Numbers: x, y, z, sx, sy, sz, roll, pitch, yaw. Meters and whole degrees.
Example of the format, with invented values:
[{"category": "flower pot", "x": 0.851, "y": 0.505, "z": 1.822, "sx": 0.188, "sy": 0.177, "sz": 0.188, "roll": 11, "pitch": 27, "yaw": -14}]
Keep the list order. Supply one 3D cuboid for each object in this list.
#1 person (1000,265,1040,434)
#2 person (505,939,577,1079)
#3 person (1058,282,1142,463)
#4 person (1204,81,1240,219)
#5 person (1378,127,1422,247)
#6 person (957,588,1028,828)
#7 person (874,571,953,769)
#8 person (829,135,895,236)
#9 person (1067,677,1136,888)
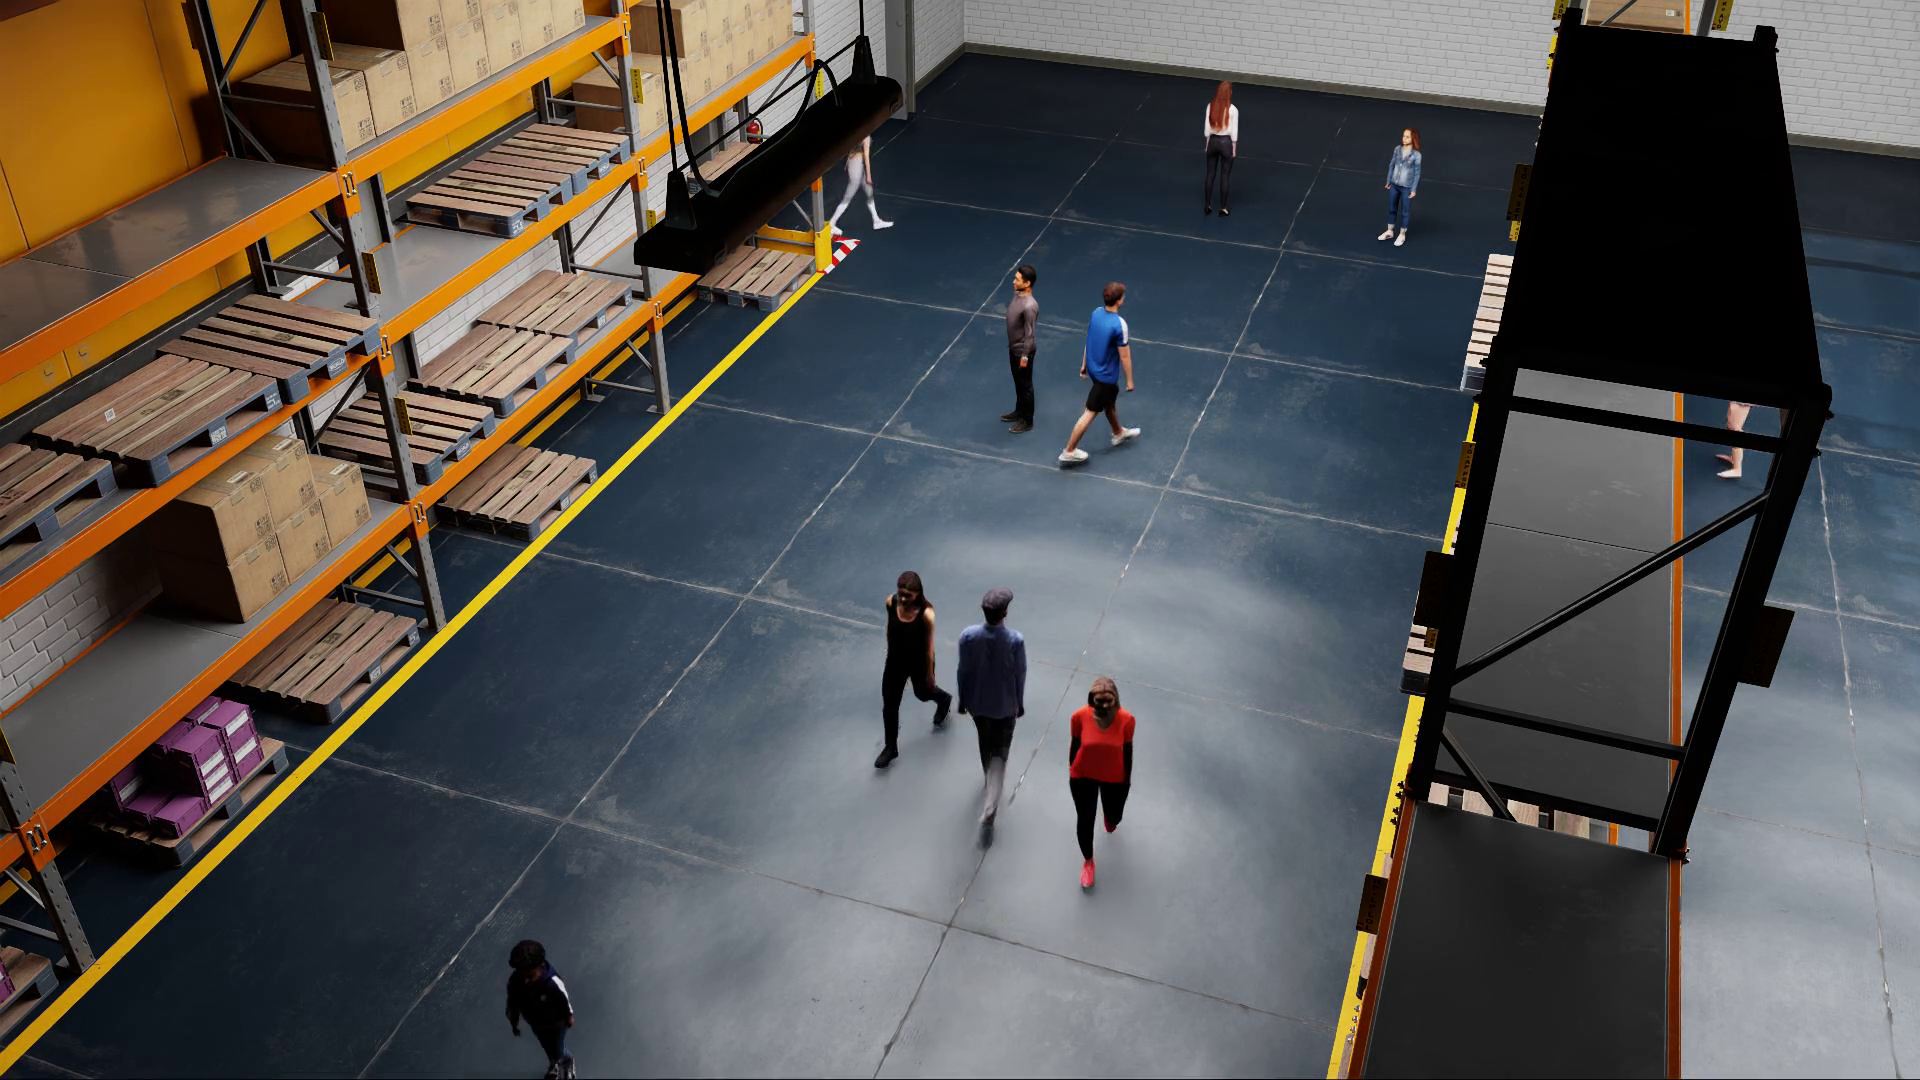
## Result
[{"category": "person", "x": 0.628, "y": -1.913, "z": 16.562, "sx": 0.772, "sy": 1.768, "sz": 0.672, "roll": -20, "pitch": 38, "yaw": -27}, {"category": "person", "x": -2.477, "y": 2.796, "z": 9.980, "sx": 0.557, "sy": 1.210, "sz": 0.544, "roll": 5, "pitch": 34, "yaw": 8}, {"category": "person", "x": 1.302, "y": -1.573, "z": 16.010, "sx": 1.304, "sy": 1.813, "sz": 1.158, "roll": -20, "pitch": 38, "yaw": -27}, {"category": "person", "x": 3.315, "y": -4.976, "z": 21.178, "sx": 0.624, "sy": 1.759, "sz": 0.558, "roll": 18, "pitch": 38, "yaw": 25}, {"category": "person", "x": 5.473, "y": -4.383, "z": 20.542, "sx": 0.631, "sy": 1.475, "sz": 0.638, "roll": -28, "pitch": 43, "yaw": -35}, {"category": "person", "x": 0.221, "y": 1.193, "z": 11.804, "sx": 0.745, "sy": 1.862, "sz": 1.185, "roll": 8, "pitch": 34, "yaw": 11}, {"category": "person", "x": -0.312, "y": 0.885, "z": 12.459, "sx": 0.776, "sy": 1.650, "sz": 1.176, "roll": 19, "pitch": 38, "yaw": 26}, {"category": "person", "x": -1.359, "y": -4.546, "z": 20.635, "sx": 1.114, "sy": 1.644, "sz": 1.148, "roll": -11, "pitch": 35, "yaw": -16}, {"category": "person", "x": 0.953, "y": 1.573, "z": 11.400, "sx": 0.731, "sy": 1.676, "sz": 0.956, "roll": 3, "pitch": 34, "yaw": 4}]
